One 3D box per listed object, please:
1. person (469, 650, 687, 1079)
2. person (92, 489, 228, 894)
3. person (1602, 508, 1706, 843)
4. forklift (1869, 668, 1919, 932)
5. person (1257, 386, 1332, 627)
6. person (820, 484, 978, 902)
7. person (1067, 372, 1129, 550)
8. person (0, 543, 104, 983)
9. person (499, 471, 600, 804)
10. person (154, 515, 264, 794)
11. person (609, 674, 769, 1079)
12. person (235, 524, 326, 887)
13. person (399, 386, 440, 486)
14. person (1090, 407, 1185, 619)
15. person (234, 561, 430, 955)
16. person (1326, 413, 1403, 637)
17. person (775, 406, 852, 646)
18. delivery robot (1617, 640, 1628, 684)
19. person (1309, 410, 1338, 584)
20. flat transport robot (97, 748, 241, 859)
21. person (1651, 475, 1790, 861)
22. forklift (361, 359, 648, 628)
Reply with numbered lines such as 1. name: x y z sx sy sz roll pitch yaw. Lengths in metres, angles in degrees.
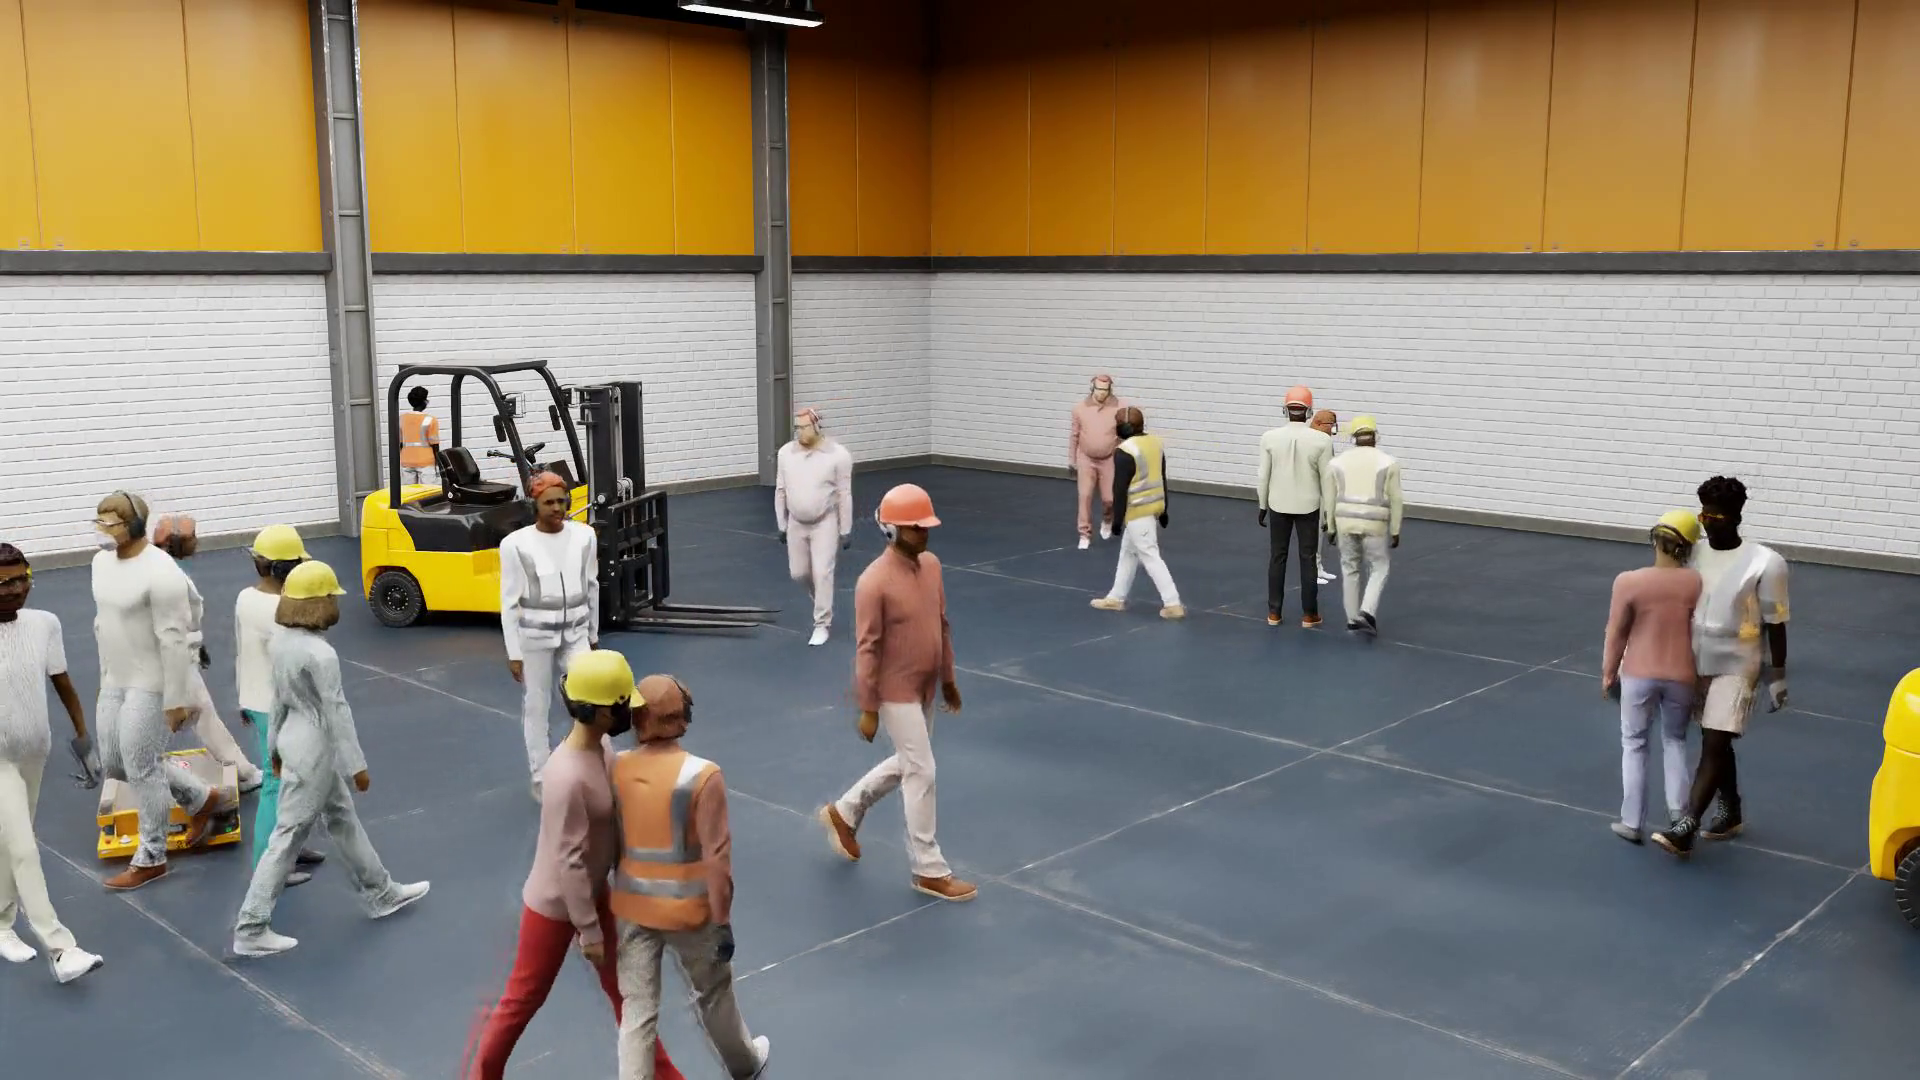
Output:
1. person: -1.278 1.201 5.578 0.959 1.711 0.547 1 9 7
2. person: -3.883 0.696 8.006 0.641 1.924 0.615 7 11 35
3. person: 3.581 0.706 8.517 0.547 1.737 0.345 1 9 9
4. forklift: 5.205 0.723 7.013 2.313 2.155 1.214 9 13 43
5. person: 2.774 -0.276 13.748 0.624 1.990 0.397 3 10 20
6. person: -0.314 0.692 7.924 0.887 1.966 0.615 5 11 28
7. person: 1.476 -0.841 17.571 0.713 1.877 0.558 1 9 8
8. person: -3.850 0.927 6.901 0.931 1.817 0.557 5 10 27
9. person: -2.172 0.564 9.007 0.604 1.854 0.733 -7 12 -37
10. person: -4.230 0.660 9.194 0.826 1.599 0.526 -5 10 -27
11. person: -0.943 1.243 5.641 0.557 1.587 0.855 4 10 23
12. person: -3.201 0.790 7.959 0.557 1.745 0.572 9 13 43
13. person: -5.846 -0.816 17.997 0.530 1.690 0.321 3 10 16
14. person: 1.560 -0.230 14.113 0.892 1.801 0.634 5 11 29
15. person: -2.798 0.929 7.276 0.919 1.689 0.505 -8 12 -41
16. person: 3.235 -0.113 13.351 0.615 1.800 0.506 4 10 25
17. person: -1.144 -0.137 13.260 0.655 1.882 0.692 3 10 18
18. delivery robot: 4.793 0.804 11.242 0.707 0.478 0.477 0 9 -1
19. person: 3.412 -0.411 15.681 0.280 1.633 0.500 5 10 27
20. flat transport robot: -4.239 1.366 8.948 0.652 0.197 1.431 -4 10 -24
21. person: 3.741 0.635 8.370 0.975 1.914 0.640 -6 11 -33
22. forklift: -3.850 -0.407 13.936 2.313 2.155 1.214 2 9 11
